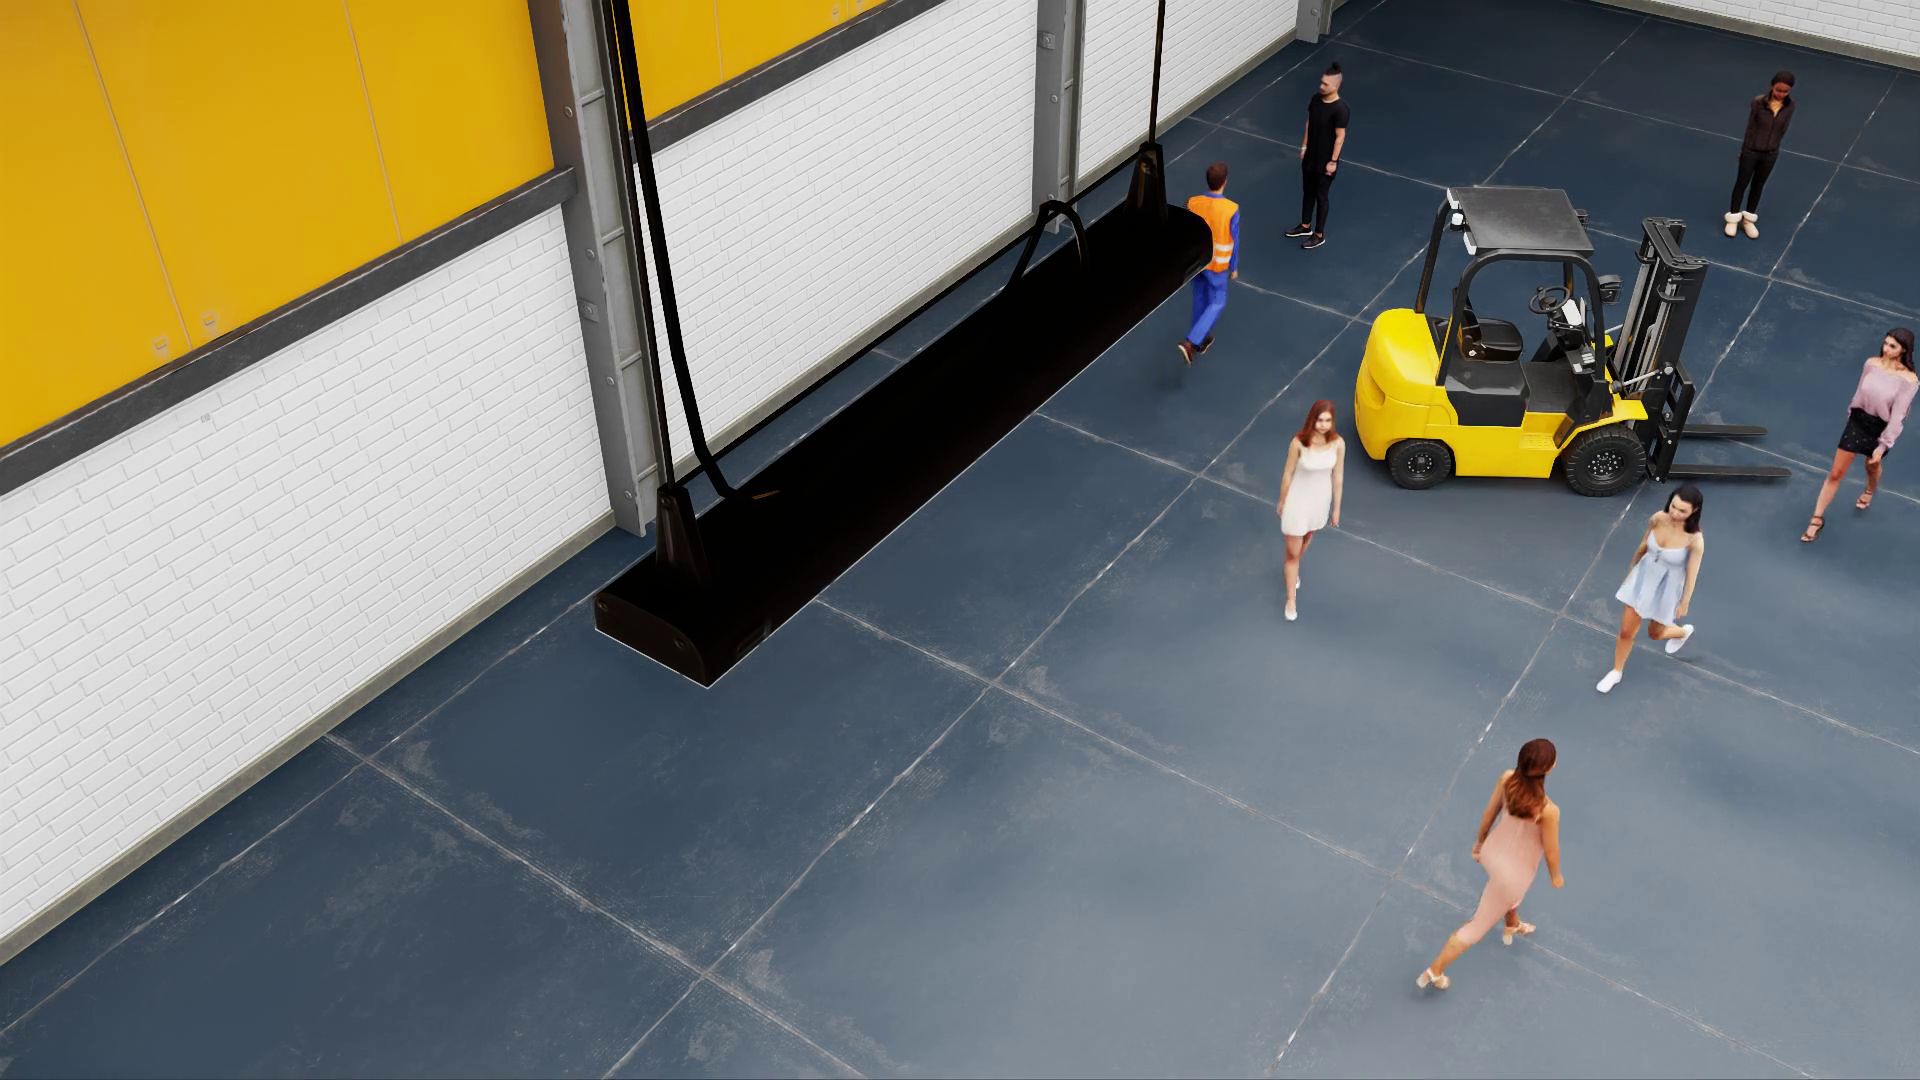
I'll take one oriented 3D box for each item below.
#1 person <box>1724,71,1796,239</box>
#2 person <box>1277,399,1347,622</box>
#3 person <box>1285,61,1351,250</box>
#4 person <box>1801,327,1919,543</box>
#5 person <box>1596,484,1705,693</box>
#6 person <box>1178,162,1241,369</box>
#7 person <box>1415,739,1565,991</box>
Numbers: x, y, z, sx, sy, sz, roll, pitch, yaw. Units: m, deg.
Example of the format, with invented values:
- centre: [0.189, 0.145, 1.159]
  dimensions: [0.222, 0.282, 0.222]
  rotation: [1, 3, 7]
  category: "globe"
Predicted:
- centre: [7.861, -3.831, 16.358]
  dimensions: [0.696, 1.662, 0.759]
  rotation: [9, 39, 11]
  category: "person"
- centre: [2.491, -0.339, 11.962]
  dimensions: [0.906, 1.691, 1.038]
  rotation: [0, 39, 0]
  category: "person"
- centre: [3.492, -3.739, 16.072]
  dimensions: [0.764, 1.874, 0.775]
  rotation: [-17, 42, -20]
  category: "person"
- centre: [6.884, -0.801, 12.483]
  dimensions: [1.197, 1.762, 0.864]
  rotation: [-25, 45, -28]
  category: "person"
- centre: [4.749, 0.291, 11.158]
  dimensions: [1.062, 1.708, 0.823]
  rotation: [-21, 43, -25]
  category: "person"
- centre: [2.119, -2.325, 14.325]
  dimensions: [0.680, 1.845, 1.003]
  rotation: [22, 44, 25]
  category: "person"
- centre: [2.936, 1.843, 9.152]
  dimensions: [1.199, 1.788, 1.009]
  rotation: [-14, 41, -17]
  category: "person"
